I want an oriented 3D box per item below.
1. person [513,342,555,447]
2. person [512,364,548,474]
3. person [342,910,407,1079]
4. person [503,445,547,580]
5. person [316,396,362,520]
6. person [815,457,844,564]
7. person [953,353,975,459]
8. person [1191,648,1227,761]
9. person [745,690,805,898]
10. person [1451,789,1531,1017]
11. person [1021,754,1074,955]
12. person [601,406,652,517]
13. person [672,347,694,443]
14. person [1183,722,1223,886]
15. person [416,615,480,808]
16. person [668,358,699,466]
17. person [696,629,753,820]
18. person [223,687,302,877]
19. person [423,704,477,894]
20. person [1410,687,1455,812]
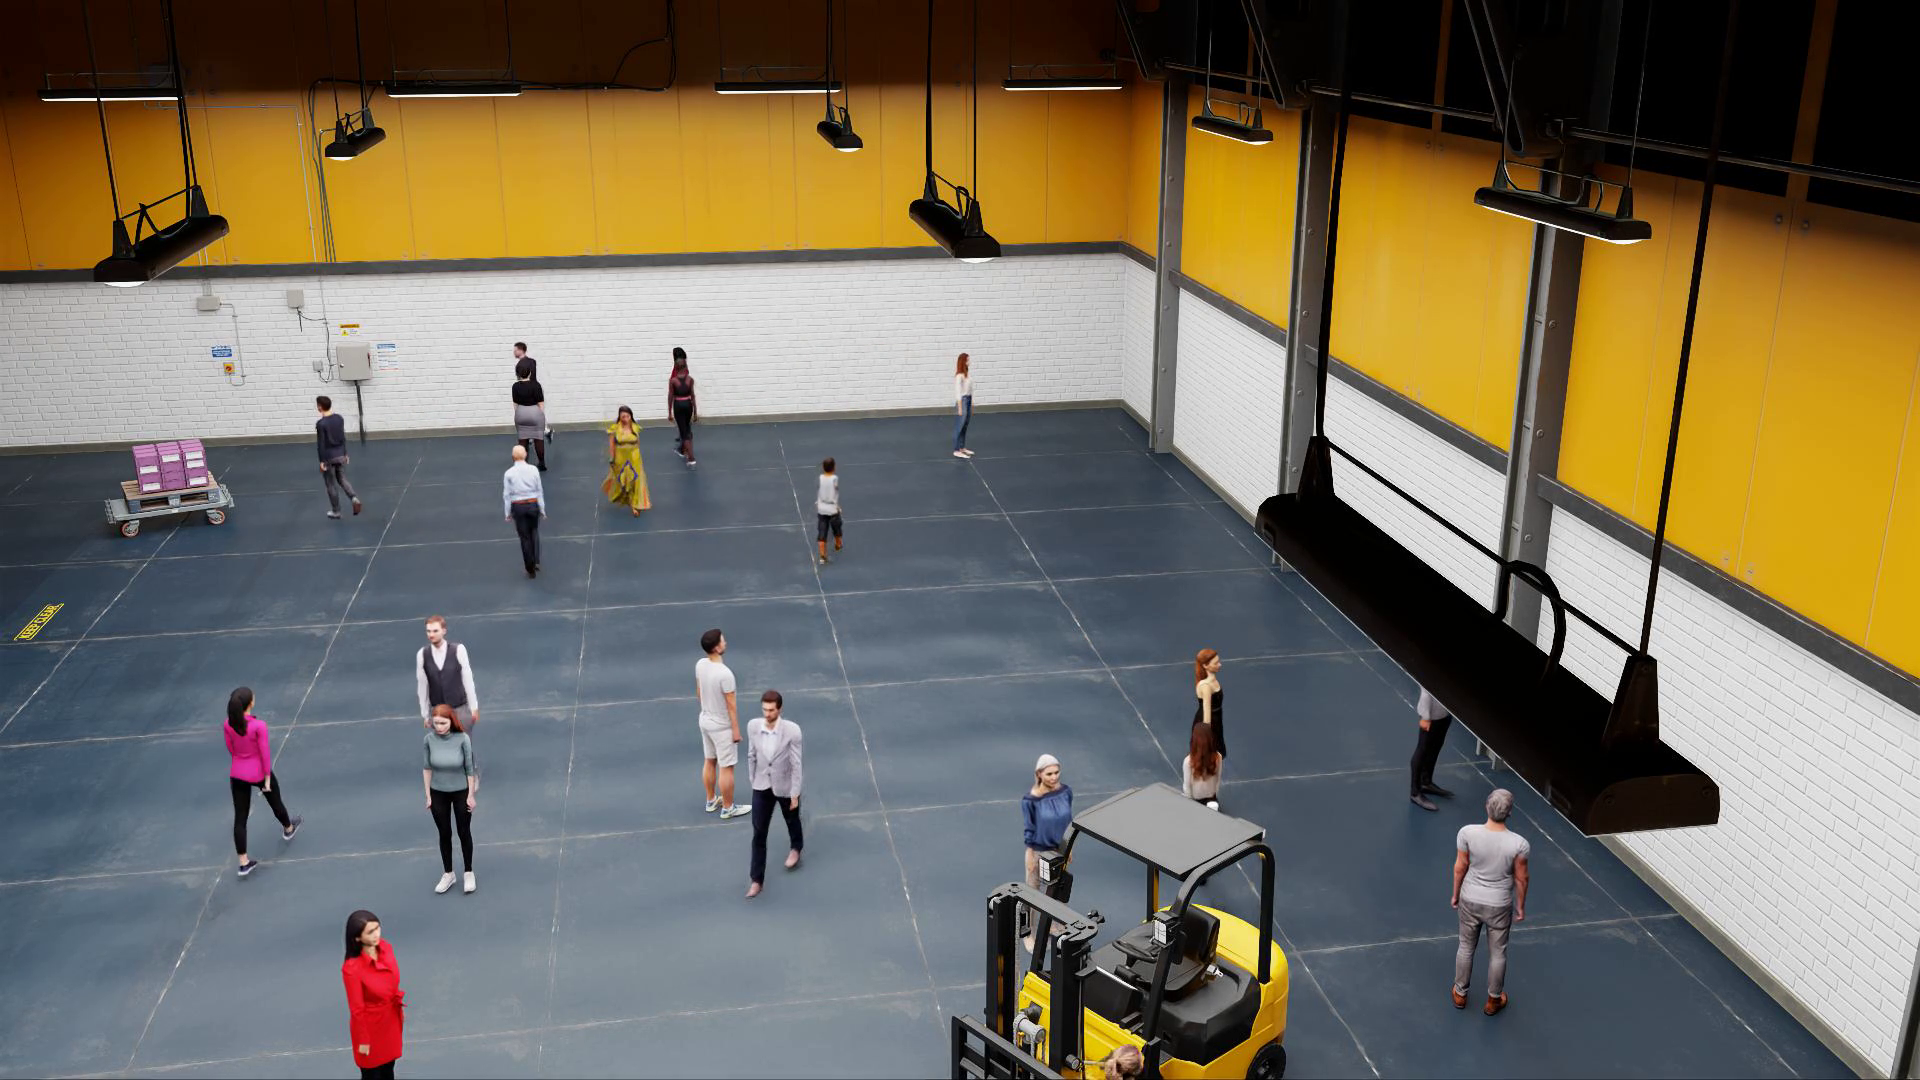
[{"bbox_3d":[-7.184,-2.398,27.858,1.020,1.811,1.089,6,20,18],"label":"person"},{"bbox_3d":[-6.885,-1.950,26.610,0.725,1.760,0.703,2,19,5],"label":"person"},{"bbox_3d":[-3.917,3.263,11.150,0.787,1.747,0.701,6,20,18],"label":"person"},{"bbox_3d":[-5.679,-0.347,21.816,0.744,1.780,0.730,-9,21,-26],"label":"person"},{"bbox_3d":[-9.022,-1.169,24.152,0.997,1.848,0.951,11,22,30],"label":"person"},{"bbox_3d":[-1.815,-0.442,22.662,0.754,1.421,1.070,2,19,6],"label":"person"},{"bbox_3d":[0.049,-2.247,27.540,0.712,1.728,0.611,8,20,23],"label":"person"},{"bbox_3d":[2.323,1.782,15.741,0.722,1.624,0.621,4,19,13],"label":"person"},{"bbox_3d":[-1.552,2.123,14.465,1.003,1.792,1.299,4,19,12],"label":"person"},{"bbox_3d":[3.991,2.732,12.597,0.768,1.829,0.769,8,20,23],"label":"person"},{"bbox_3d":[0.691,2.513,13.455,0.685,1.698,0.679,-11,21,-29],"label":"person"},{"bbox_3d":[-4.944,-1.190,24.551,0.923,1.634,1.127,-10,21,-28],"label":"person"},{"bbox_3d":[-4.722,-2.484,28.361,0.711,1.654,0.570,-11,21,-29],"label":"person"},{"bbox_3d":[2.120,2.309,14.417,0.554,1.469,0.666,-4,19,-11],"label":"person"},{"bbox_3d":[-4.838,1.572,15.889,0.736,1.927,0.748,-2,19,-5],"label":"person"},{"bbox_3d":[-4.466,-2.042,26.959,0.885,1.710,1.280,-10,21,-26],"label":"person"},{"bbox_3d":[-2.276,1.709,15.594,0.833,1.855,0.723,-17,25,-41],"label":"person"},{"bbox_3d":[-6.288,2.139,14.633,0.754,1.655,1.161,1,19,3],"label":"person"},{"bbox_3d":[-4.376,2.203,14.300,0.606,1.745,0.584,0,19,-1],"label":"person"},{"bbox_3d":[4.530,1.589,15.845,0.859,1.922,0.830,15,24,38],"label":"person"}]
